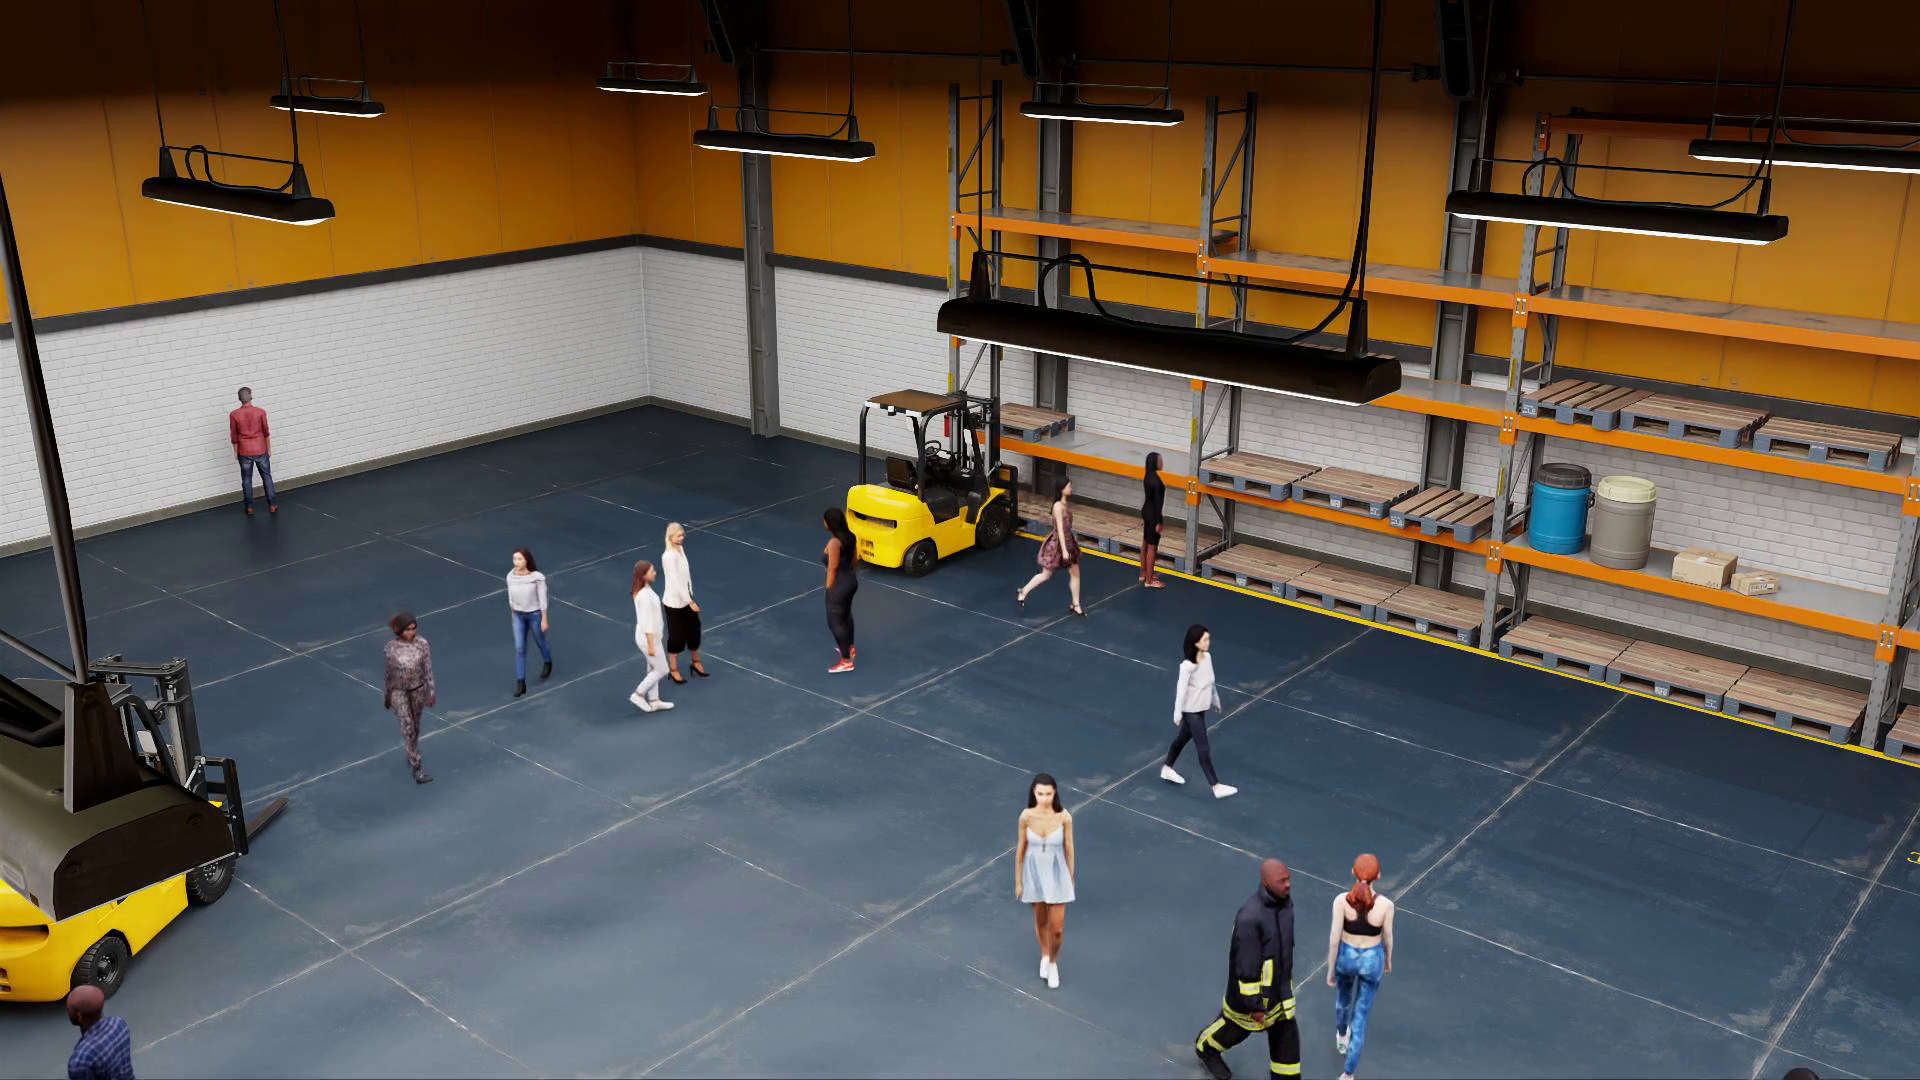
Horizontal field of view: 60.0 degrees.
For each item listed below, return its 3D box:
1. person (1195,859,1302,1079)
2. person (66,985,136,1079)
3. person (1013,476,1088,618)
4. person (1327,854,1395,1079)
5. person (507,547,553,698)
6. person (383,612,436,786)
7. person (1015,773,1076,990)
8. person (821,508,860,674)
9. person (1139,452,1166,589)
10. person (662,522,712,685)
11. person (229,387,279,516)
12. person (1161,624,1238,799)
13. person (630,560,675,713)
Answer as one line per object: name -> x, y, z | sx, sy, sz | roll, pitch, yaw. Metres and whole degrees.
person -> 1.952, 2.953, 11.285 | 0.891, 1.789, 1.224 | -15, 24, -37
person -> -5.013, 3.423, 9.843 | 0.791, 1.819, 0.757 | 1, 19, 2
person -> 1.110, 0.120, 19.772 | 1.226, 1.742, 0.935 | 6, 19, 16
person -> 2.687, 2.981, 11.247 | 1.015, 1.759, 0.862 | 6, 20, 18
person -> -4.593, 0.832, 17.898 | 1.071, 1.587, 1.003 | 3, 19, 10
person -> -5.292, 1.462, 15.899 | 0.857, 1.670, 1.213 | -9, 21, -25
person -> 0.657, 2.525, 12.665 | 0.744, 1.718, 0.814 | 2, 19, 6
person -> -1.314, 0.513, 18.512 | 0.931, 1.800, 1.037 | 8, 20, 22
person -> 2.432, -0.268, 20.956 | 0.735, 1.720, 0.663 | -2, 19, -7
person -> -3.108, 0.697, 17.899 | 0.845, 1.842, 0.788 | 2, 19, 5
person -> -10.131, -1.287, 23.815 | 0.760, 1.826, 0.748 | -7, 20, -19
person -> 2.106, 1.577, 15.578 | 1.097, 1.657, 0.713 | 12, 22, 32
person -> -3.266, 1.017, 17.205 | 0.846, 1.679, 0.784 | -5, 19, -14
